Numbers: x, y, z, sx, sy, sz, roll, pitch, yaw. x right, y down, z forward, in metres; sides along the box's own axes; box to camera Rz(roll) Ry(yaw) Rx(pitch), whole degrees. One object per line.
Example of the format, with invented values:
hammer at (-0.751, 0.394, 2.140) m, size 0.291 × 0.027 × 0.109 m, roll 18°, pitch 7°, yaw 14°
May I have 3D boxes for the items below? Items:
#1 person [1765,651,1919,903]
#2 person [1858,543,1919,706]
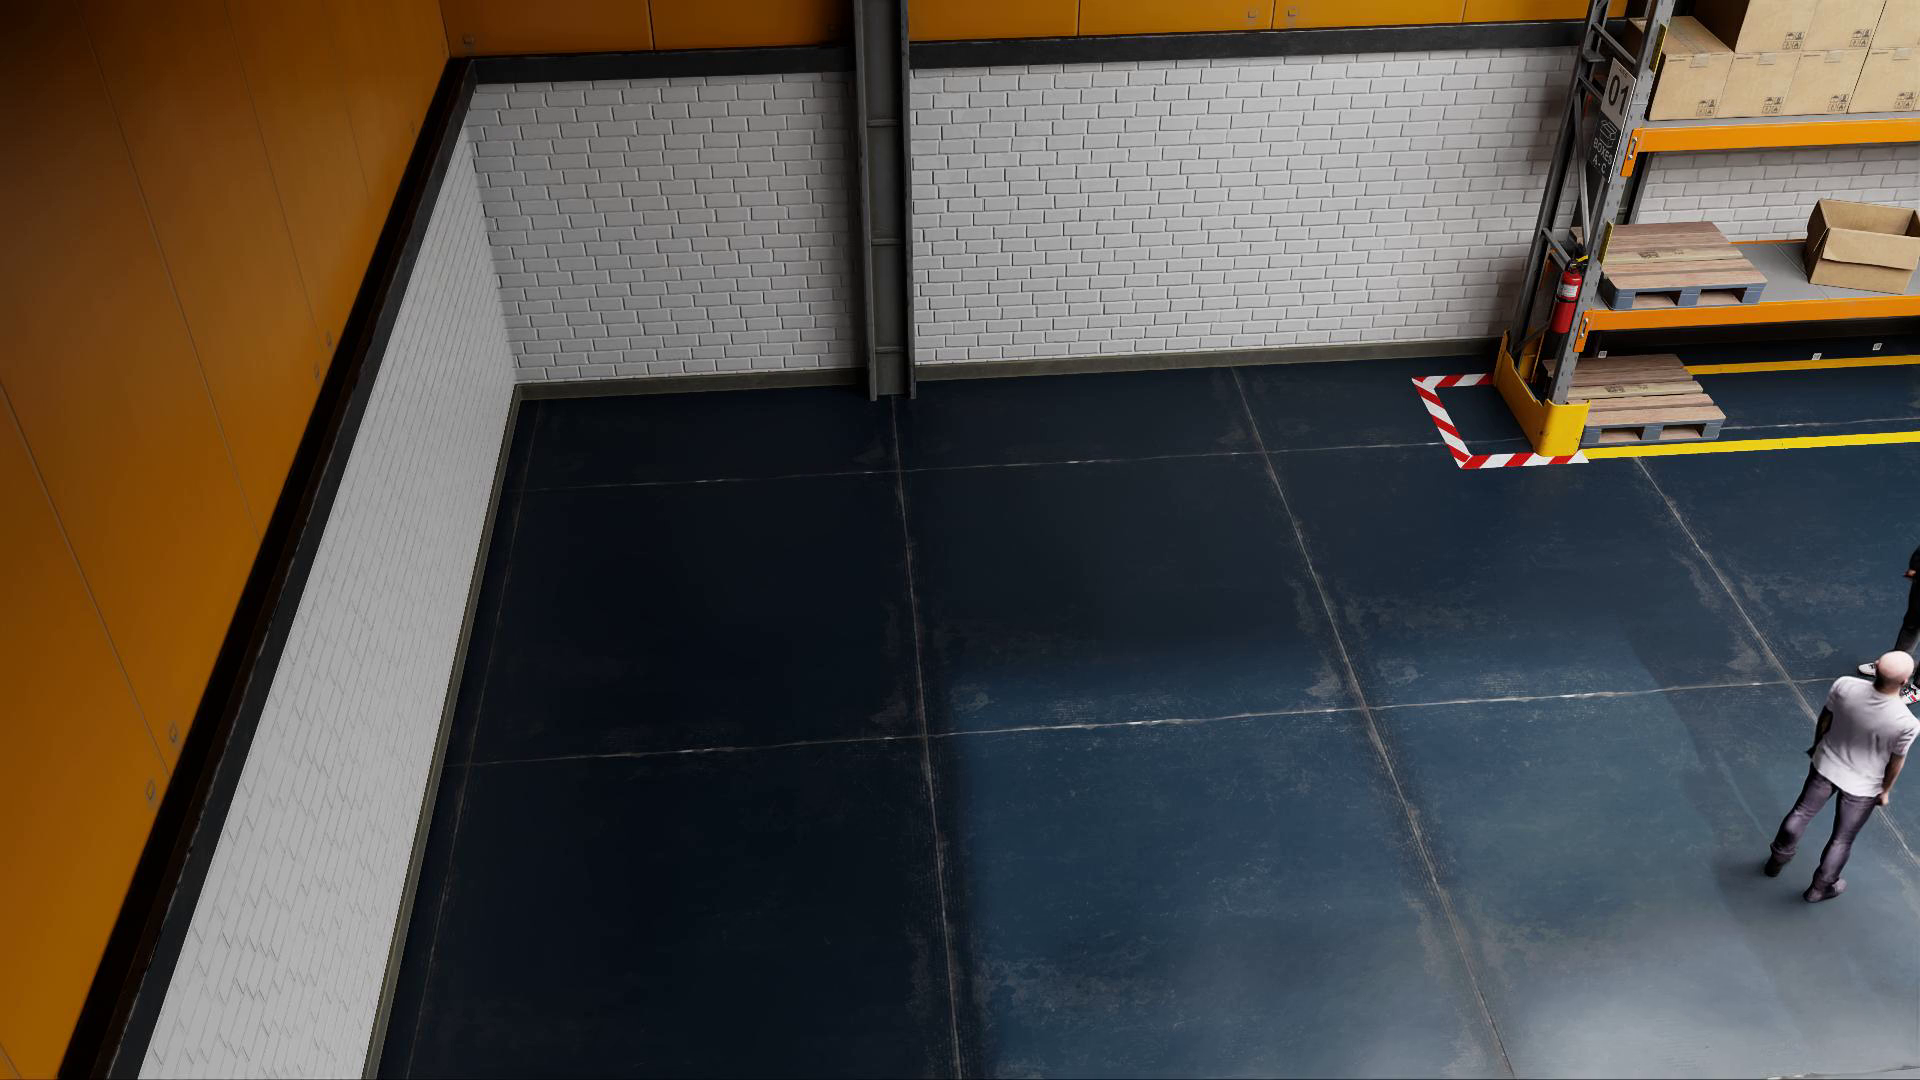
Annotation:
person at (5.099, 1.343, 9.572) m, size 0.760 × 1.832 × 0.755 m, roll -23°, pitch 44°, yaw -26°
person at (6.446, 0.257, 10.837) m, size 0.615 × 1.949 × 0.732 m, roll -7°, pitch 39°, yaw -9°
